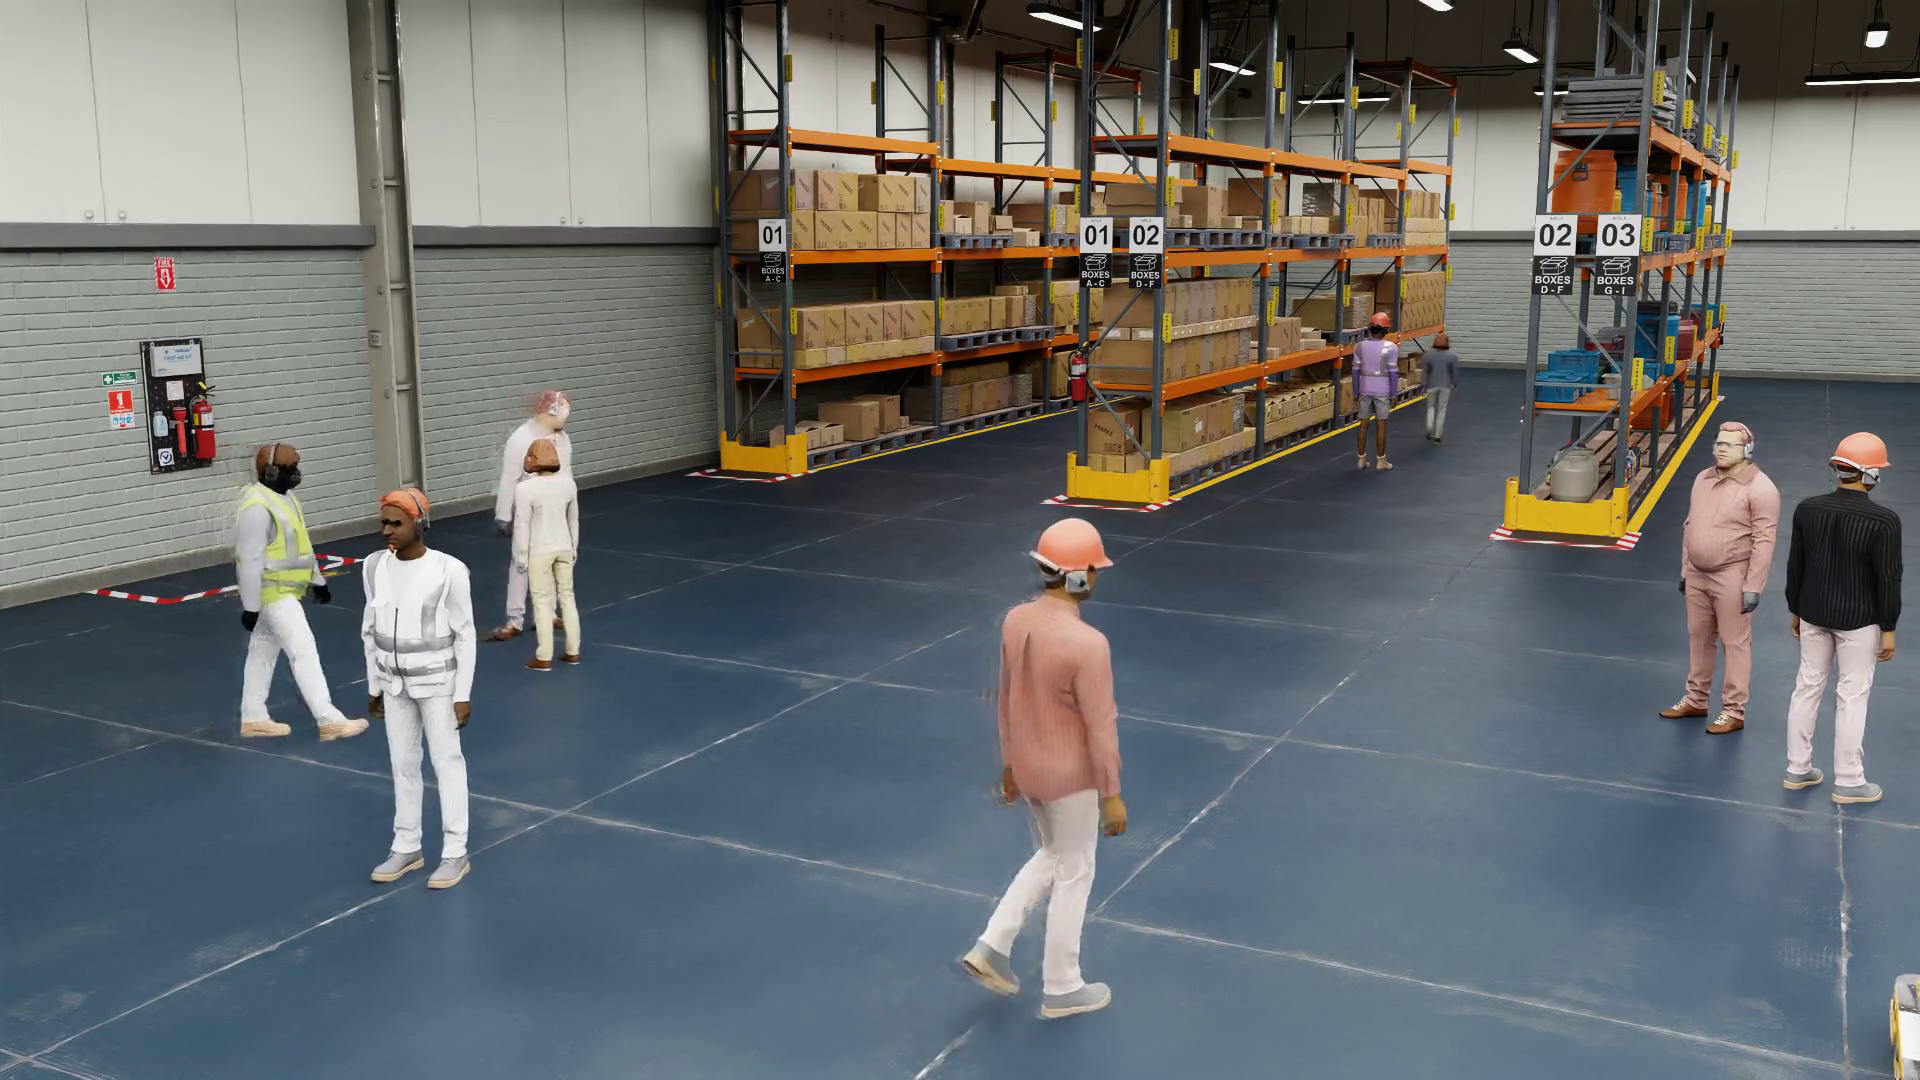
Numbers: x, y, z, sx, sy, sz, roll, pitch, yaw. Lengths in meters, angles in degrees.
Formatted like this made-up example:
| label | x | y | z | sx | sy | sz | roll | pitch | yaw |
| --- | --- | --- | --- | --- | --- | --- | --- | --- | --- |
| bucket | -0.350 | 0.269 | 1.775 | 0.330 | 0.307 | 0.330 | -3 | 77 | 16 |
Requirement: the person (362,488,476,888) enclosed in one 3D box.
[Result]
| label | x | y | z | sx | sy | sz | roll | pitch | yaw |
| --- | --- | --- | --- | --- | --- | --- | --- | --- | --- |
| person | -2.525 | 0.690 | 7.760 | 0.574 | 1.881 | 0.357 | 3 | 11 | 18 |

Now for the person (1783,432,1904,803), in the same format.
| label | x | y | z | sx | sy | sz | roll | pitch | yaw |
| --- | --- | --- | --- | --- | --- | --- | --- | --- | --- |
| person | 4.754 | 0.415 | 8.952 | 0.381 | 1.994 | 0.620 | -6 | 12 | -29 |

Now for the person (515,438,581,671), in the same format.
| label | x | y | z | sx | sy | sz | roll | pitch | yaw |
| --- | --- | --- | --- | --- | --- | --- | --- | --- | --- |
| person | -2.891 | 0.101 | 11.688 | 0.298 | 1.623 | 0.506 | 9 | 14 | 40 |

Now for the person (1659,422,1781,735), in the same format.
| label | x | y | z | sx | sy | sz | roll | pitch | yaw |
| --- | --- | --- | --- | --- | --- | --- | --- | --- | --- |
| person | 4.661 | 0.224 | 10.218 | 0.409 | 1.913 | 0.645 | -4 | 11 | -20 |

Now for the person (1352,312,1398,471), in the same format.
| label | x | y | z | sx | sy | sz | roll | pitch | yaw |
| --- | --- | --- | --- | --- | --- | --- | --- | --- | --- |
| person | 5.378 | -1.916 | 21.530 | 0.609 | 2.043 | 0.397 | 8 | 13 | 38 |

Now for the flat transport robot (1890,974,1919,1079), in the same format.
| label | x | y | z | sx | sy | sz | roll | pitch | yaw |
| --- | --- | --- | --- | --- | --- | --- | --- | --- | --- |
| flat transport robot | 3.557 | 1.882 | 5.653 | 0.652 | 0.197 | 1.431 | 5 | 12 | 27 |

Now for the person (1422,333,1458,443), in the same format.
| label | x | y | z | sx | sy | sz | roll | pitch | yaw |
| --- | --- | --- | --- | --- | --- | --- | --- | --- | --- |
| person | 7.033 | -2.227 | 24.373 | 0.513 | 1.614 | 0.427 | 4 | 11 | 21 |

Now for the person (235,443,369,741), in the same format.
| label | x | y | z | sx | sy | sz | roll | pitch | yaw |
| --- | --- | --- | --- | --- | --- | --- | --- | --- | --- |
| person | -3.973 | 0.317 | 9.989 | 0.887 | 1.802 | 0.652 | -2 | 11 | -12 |

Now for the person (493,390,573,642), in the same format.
| label | x | y | z | sx | sy | sz | roll | pitch | yaw |
| --- | --- | --- | --- | --- | --- | --- | --- | --- | --- |
| person | -3.206 | -0.182 | 12.563 | 0.417 | 1.873 | 0.805 | 6 | 12 | 30 |

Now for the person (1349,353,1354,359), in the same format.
| label | x | y | z | sx | sy | sz | roll | pitch | yaw |
| --- | --- | --- | --- | --- | --- | --- | --- | --- | --- |
| person | 8.140 | -4.105 | 33.865 | 0.988 | 1.902 | 0.621 | -5 | 11 | -25 |

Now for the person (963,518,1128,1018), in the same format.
| label | x | y | z | sx | sy | sz | roll | pitch | yaw |
| --- | --- | --- | --- | --- | --- | --- | --- | --- | --- |
| person | 0.360 | 0.894 | 6.388 | 0.486 | 1.974 | 0.621 | -5 | 12 | -27 |
